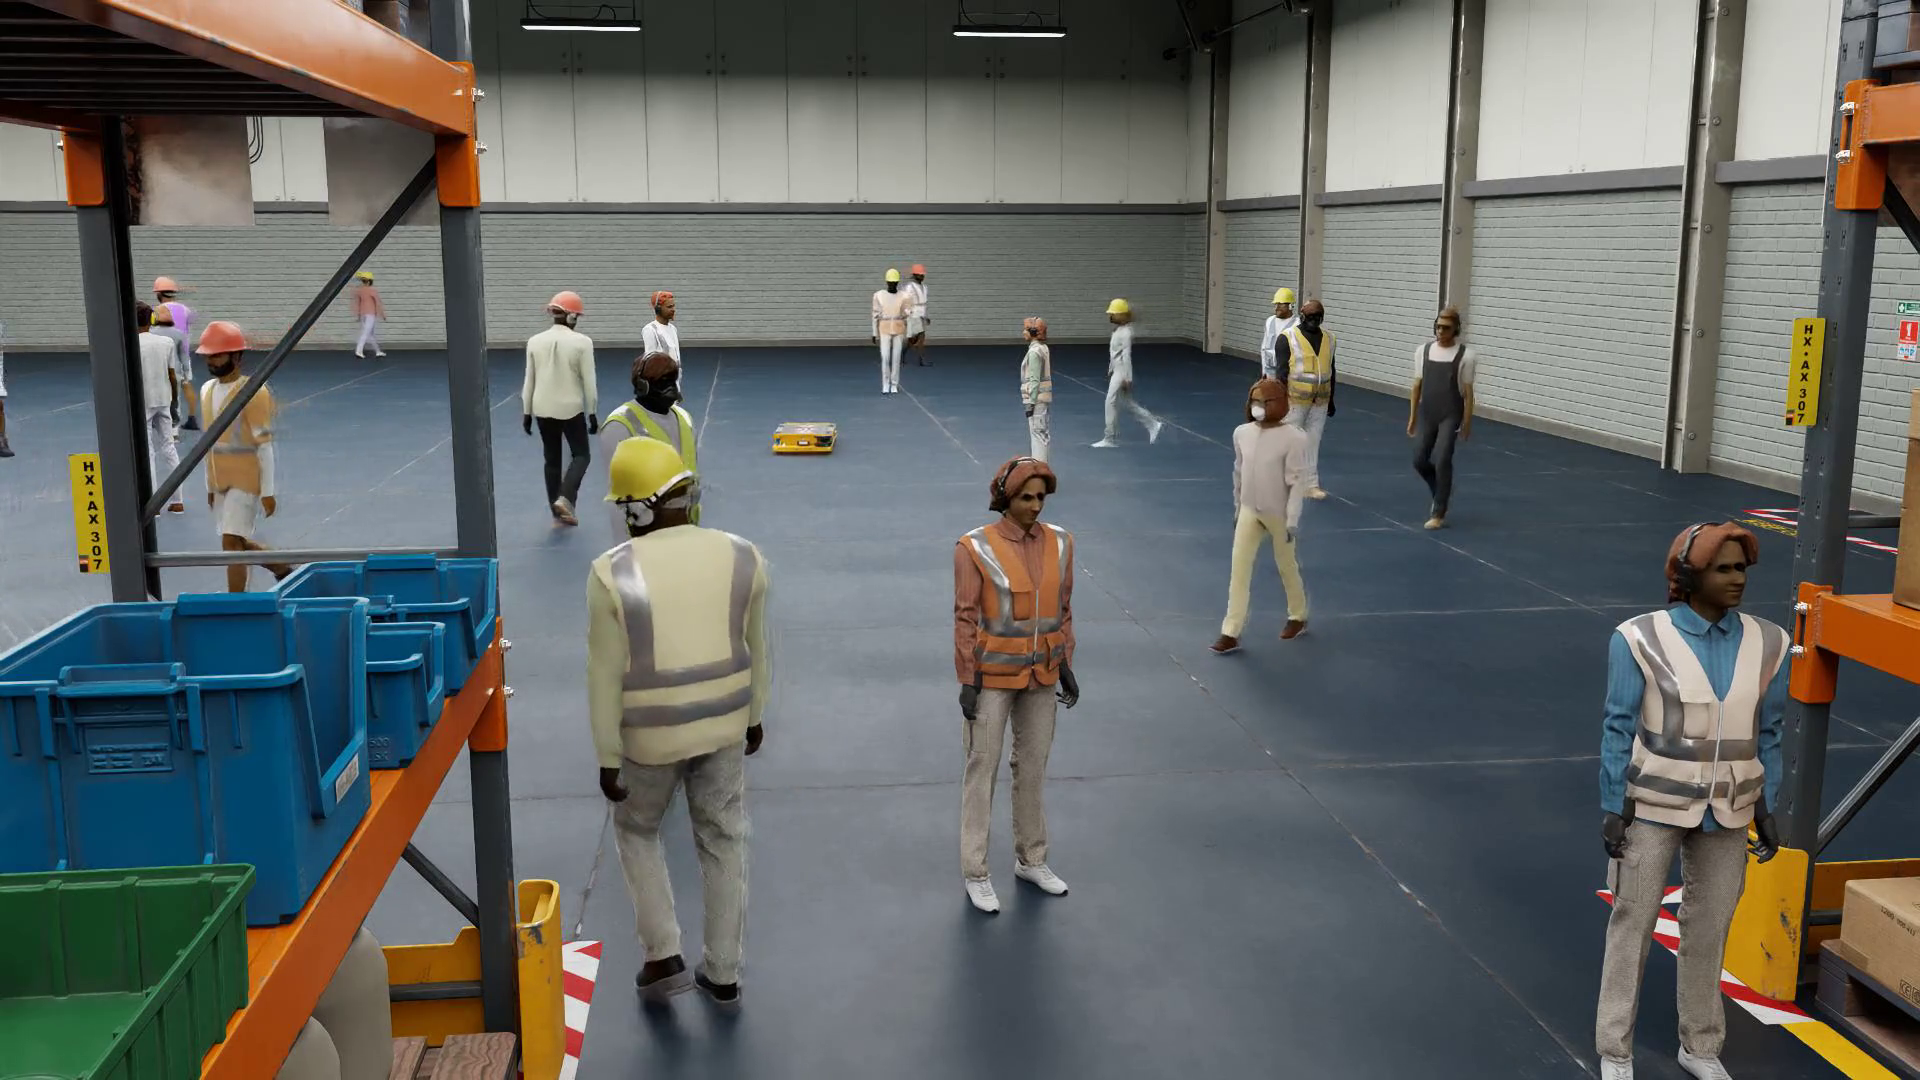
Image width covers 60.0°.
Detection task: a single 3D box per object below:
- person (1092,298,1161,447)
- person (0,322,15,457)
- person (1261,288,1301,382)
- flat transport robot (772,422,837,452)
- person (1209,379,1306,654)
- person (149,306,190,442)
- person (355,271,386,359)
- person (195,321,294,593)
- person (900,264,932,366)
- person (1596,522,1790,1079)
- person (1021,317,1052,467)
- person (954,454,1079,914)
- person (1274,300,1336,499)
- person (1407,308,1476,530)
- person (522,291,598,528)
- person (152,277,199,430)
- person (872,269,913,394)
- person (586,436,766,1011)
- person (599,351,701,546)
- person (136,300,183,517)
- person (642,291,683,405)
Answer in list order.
[{"bbox_3d":[1.914,-1.903,18.993,0.735,1.711,0.492,0,10,-1],"label":"person"},{"bbox_3d":[-10.819,-1.877,18.334,0.922,1.908,0.549,7,13,35],"label":"person"},{"bbox_3d":[3.661,-1.935,18.845,0.591,1.834,0.404,10,14,43],"label":"person"},{"bbox_3d":[-1.765,-1.183,19.009,0.652,0.197,1.431,0,10,-2],"label":"flat transport robot"},{"bbox_3d":[1.802,-0.153,9.745,0.514,1.587,0.850,9,14,41],"label":"person"},{"bbox_3d":[-9.426,-1.969,19.706,0.503,1.588,0.849,-10,14,-43],"label":"person"},{"bbox_3d":[-11.786,-4.475,33.086,0.528,1.723,0.909,5,12,27],"label":"person"},{"bbox_3d":[-4.325,-0.374,10.089,0.551,1.915,0.832,6,12,29],"label":"person"},{"bbox_3d":[-0.846,-4.211,31.117,0.778,1.913,0.549,6,12,30],"label":"person"},{"bbox_3d":[2.015,0.757,4.611,0.514,1.645,0.307,-1,10,-3],"label":"person"},{"bbox_3d":[0.734,-1.322,16.017,0.312,1.642,0.512,2,11,12],"label":"person"},{"bbox_3d":[0.200,0.505,6.006,0.514,1.639,0.310,-7,12,-32],"label":"person"},{"bbox_3d":[3.178,-1.277,15.242,0.621,1.837,0.430,-4,11,-20],"label":"person"},{"bbox_3d":[3.992,-1.010,13.786,0.536,1.829,0.508,7,13,35],"label":"person"},{"bbox_3d":[-3.305,-1.061,13.705,0.650,1.962,0.640,2,10,8],"label":"person"},{"bbox_3d":[-9.923,-2.322,20.800,0.948,1.894,0.559,6,12,29],"label":"person"},{"bbox_3d":[-1.027,-3.171,25.414,0.622,1.900,0.750,-1,10,-5],"label":"person"},{"bbox_3d":[-0.862,0.577,5.150,0.615,1.804,0.434,-5,12,-28],"label":"person"},{"bbox_3d":[-1.511,-0.023,8.348,0.430,1.843,0.625,5,12,27],"label":"person"},{"bbox_3d":[-6.975,-1.121,14.315,0.327,1.861,0.520,8,13,37],"label":"person"},{"bbox_3d":[-2.858,-1.461,16.118,0.355,1.883,0.574,2,11,13],"label":"person"}]
